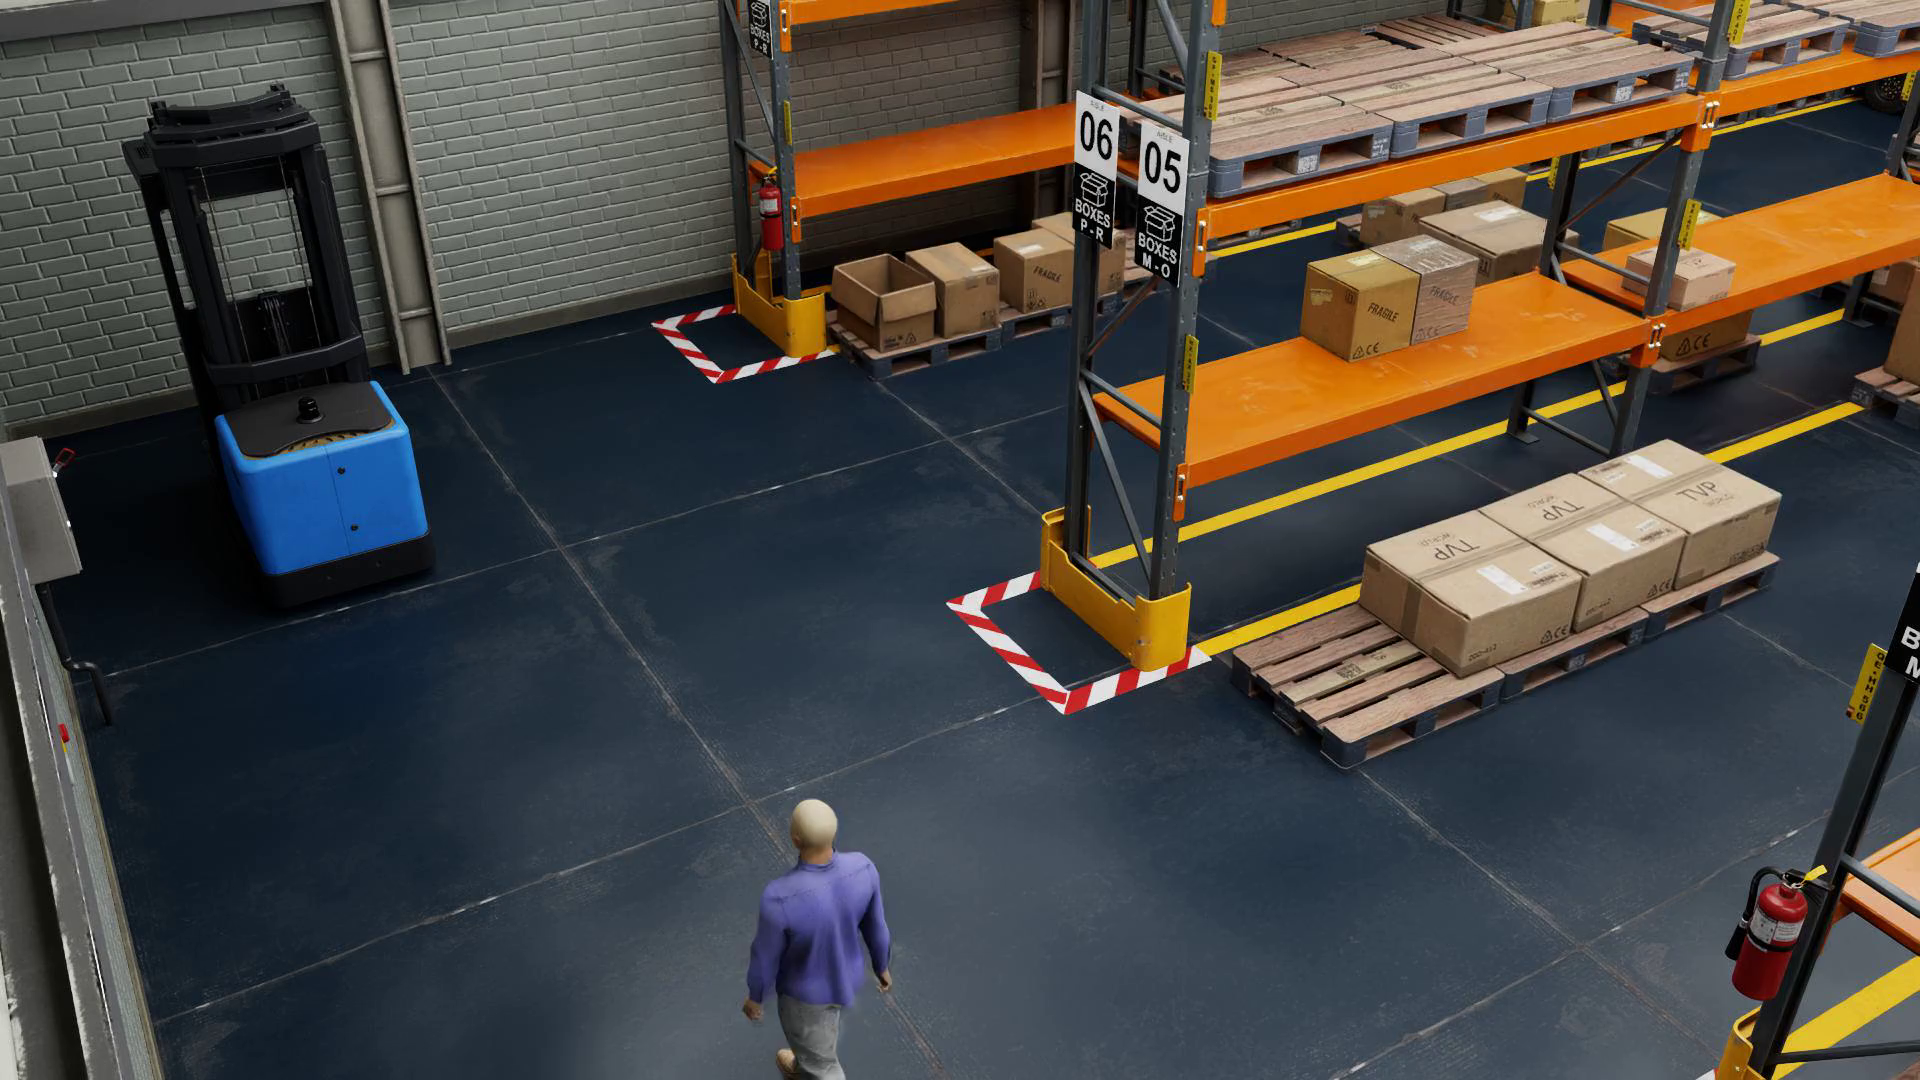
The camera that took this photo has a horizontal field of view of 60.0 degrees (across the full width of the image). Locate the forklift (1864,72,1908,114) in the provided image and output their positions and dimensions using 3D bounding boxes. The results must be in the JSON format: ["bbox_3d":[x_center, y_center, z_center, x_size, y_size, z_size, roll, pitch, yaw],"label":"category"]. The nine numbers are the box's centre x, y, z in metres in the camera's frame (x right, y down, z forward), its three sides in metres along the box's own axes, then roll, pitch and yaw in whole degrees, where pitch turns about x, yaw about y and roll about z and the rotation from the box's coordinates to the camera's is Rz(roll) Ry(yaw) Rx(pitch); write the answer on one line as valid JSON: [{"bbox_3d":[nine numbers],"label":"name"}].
[{"bbox_3d":[11.468,-5.645,18.244,1.214,2.155,2.313,-17,36,-26],"label":"forklift"}]

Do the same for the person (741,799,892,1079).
[{"bbox_3d":[-0.530,1.783,6.639,0.594,1.766,0.904,-22,38,-31],"label":"person"}]

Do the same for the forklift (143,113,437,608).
[{"bbox_3d":[-4.289,-1.259,10.509,1.129,2.768,1.873,-17,36,-26],"label":"forklift"}]
